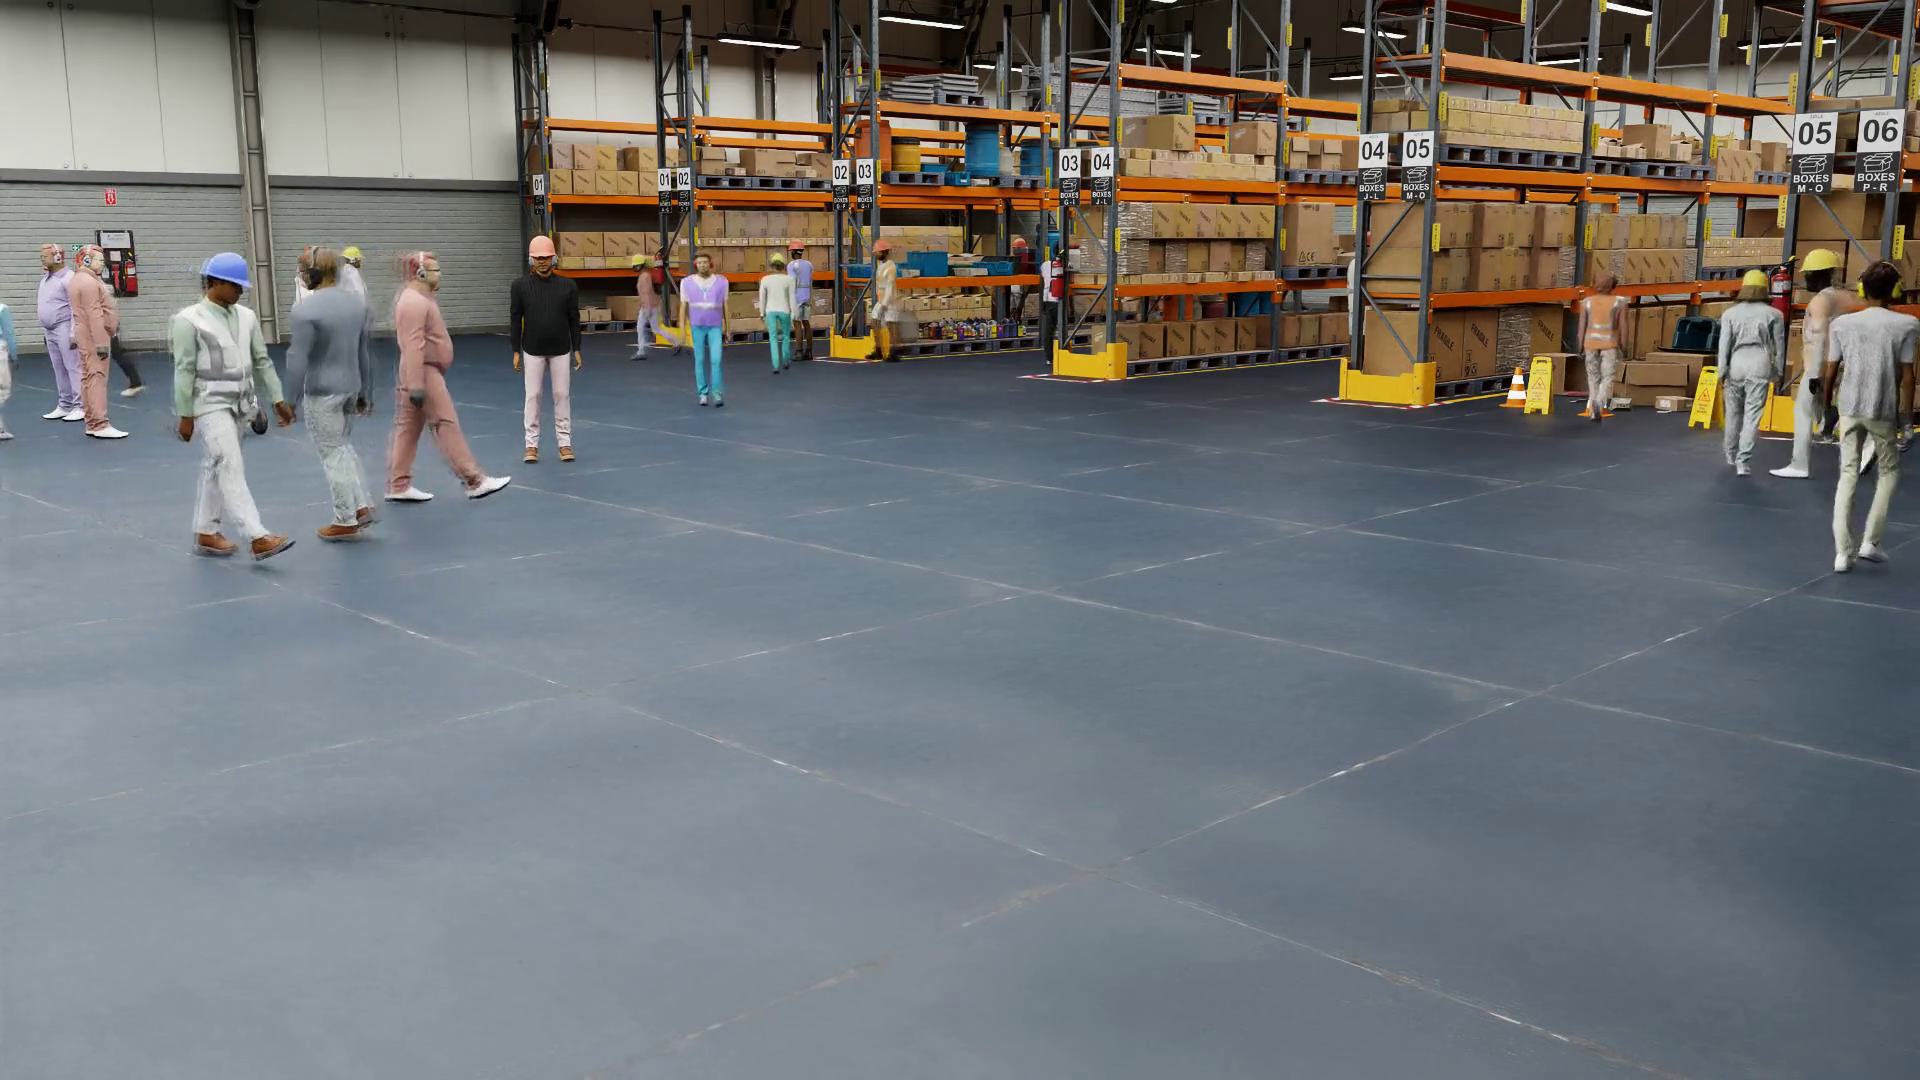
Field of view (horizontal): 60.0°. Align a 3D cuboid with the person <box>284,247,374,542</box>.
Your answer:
[{"bbox_3d":[-4.160,-0.947,10.915,0.460,1.923,0.646,3,11,14],"label":"person"}]

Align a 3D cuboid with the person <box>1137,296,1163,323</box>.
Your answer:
[{"bbox_3d":[4.426,-6.040,38.438,0.925,2.009,0.636,-9,14,-42],"label":"person"}]

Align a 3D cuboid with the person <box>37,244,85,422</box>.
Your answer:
[{"bbox_3d":[-9.781,-2.253,18.075,0.636,1.911,0.404,7,13,34],"label":"person"}]

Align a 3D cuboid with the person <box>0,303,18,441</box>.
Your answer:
[{"bbox_3d":[-9.441,-1.743,16.111,0.520,1.616,0.634,1,10,7],"label":"person"}]

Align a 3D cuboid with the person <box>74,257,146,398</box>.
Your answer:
[{"bbox_3d":[-10.474,-2.591,20.346,0.519,1.768,1.042,5,11,25],"label":"person"}]

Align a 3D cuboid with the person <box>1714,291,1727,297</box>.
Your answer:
[{"bbox_3d":[16.636,-5.537,36.206,0.505,1.824,0.602,5,11,24],"label":"person"}]

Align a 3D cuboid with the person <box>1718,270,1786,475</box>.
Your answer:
[{"bbox_3d":[6.728,-1.430,14.147,0.498,1.699,0.868,7,12,32],"label":"person"}]

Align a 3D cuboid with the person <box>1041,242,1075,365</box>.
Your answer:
[{"bbox_3d":[1.510,-3.673,25.871,0.627,1.897,0.404,10,14,44],"label":"person"}]

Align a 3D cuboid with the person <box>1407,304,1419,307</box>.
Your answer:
[{"bbox_3d":[7.374,-3.664,26.502,0.511,1.640,0.308,5,12,27],"label":"person"}]

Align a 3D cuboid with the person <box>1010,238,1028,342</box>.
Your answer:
[{"bbox_3d":[1.112,-4.717,31.430,0.362,1.935,0.553,-4,11,-22],"label":"person"}]

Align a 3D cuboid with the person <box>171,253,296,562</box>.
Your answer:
[{"bbox_3d":[-4.472,-0.817,10.294,0.946,1.884,0.599,3,11,16],"label":"person"}]

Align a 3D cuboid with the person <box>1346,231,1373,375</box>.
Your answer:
[{"bbox_3d":[5.378,-3.082,22.213,0.358,2.047,0.615,-2,11,-11],"label":"person"}]

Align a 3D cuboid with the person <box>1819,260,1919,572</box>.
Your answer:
[{"bbox_3d":[5.480,-0.739,10.010,0.557,1.841,0.606,9,14,41],"label":"person"}]

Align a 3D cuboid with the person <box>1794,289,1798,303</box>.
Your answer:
[{"bbox_3d":[17.159,-5.167,33.905,0.503,1.923,0.625,-6,12,-28],"label":"person"}]

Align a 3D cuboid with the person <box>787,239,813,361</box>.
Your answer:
[{"bbox_3d":[-2.602,-3.862,26.769,0.378,1.936,0.548,8,13,36],"label":"person"}]

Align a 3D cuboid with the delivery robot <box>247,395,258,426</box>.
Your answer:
[{"bbox_3d":[-7.448,-1.387,16.908,0.707,0.478,0.477,9,14,42],"label":"delivery robot"}]

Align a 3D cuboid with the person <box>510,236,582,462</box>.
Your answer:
[{"bbox_3d":[-3.678,-1.698,14.809,0.617,1.993,0.396,-3,11,-17],"label":"person"}]

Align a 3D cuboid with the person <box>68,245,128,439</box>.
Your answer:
[{"bbox_3d":[-8.587,-1.969,16.552,0.405,1.903,0.636,-8,13,-38],"label":"person"}]

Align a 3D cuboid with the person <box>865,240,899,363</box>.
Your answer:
[{"bbox_3d":[-1.242,-3.777,26.348,0.626,1.914,0.578,-6,12,-30],"label":"person"}]

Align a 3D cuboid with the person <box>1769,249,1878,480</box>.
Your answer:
[{"bbox_3d":[7.156,-1.429,13.636,0.718,1.900,0.591,9,14,42],"label":"person"}]

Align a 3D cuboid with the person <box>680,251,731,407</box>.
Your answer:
[{"bbox_3d":[-2.981,-2.458,19.467,0.586,1.801,0.908,-2,11,-9],"label":"person"}]

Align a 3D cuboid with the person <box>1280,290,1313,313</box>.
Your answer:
[{"bbox_3d":[8.669,-6.821,42.940,0.974,1.912,0.636,3,11,14],"label":"person"}]

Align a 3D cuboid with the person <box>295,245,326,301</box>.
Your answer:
[{"bbox_3d":[-7.446,-2.471,19.337,0.584,1.880,0.337,6,12,28],"label":"person"}]

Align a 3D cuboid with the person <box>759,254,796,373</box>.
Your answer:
[{"bbox_3d":[-2.666,-3.325,24.407,0.538,1.719,0.905,-1,10,-4],"label":"person"}]

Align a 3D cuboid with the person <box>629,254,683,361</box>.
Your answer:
[{"bbox_3d":[-4.948,-3.775,26.937,0.815,1.716,0.533,-5,12,-25],"label":"person"}]

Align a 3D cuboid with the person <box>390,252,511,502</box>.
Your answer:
[{"bbox_3d":[-3.889,-1.215,12.511,0.932,1.863,0.674,-4,11,-20],"label":"person"}]

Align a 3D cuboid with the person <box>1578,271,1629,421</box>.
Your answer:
[{"bbox_3d":[6.879,-2.066,17.841,0.537,1.622,0.636,8,13,36],"label":"person"}]

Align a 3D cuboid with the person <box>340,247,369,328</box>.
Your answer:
[{"bbox_3d":[-9.716,-3.797,26.746,0.433,1.817,0.597,-6,12,-29],"label":"person"}]
